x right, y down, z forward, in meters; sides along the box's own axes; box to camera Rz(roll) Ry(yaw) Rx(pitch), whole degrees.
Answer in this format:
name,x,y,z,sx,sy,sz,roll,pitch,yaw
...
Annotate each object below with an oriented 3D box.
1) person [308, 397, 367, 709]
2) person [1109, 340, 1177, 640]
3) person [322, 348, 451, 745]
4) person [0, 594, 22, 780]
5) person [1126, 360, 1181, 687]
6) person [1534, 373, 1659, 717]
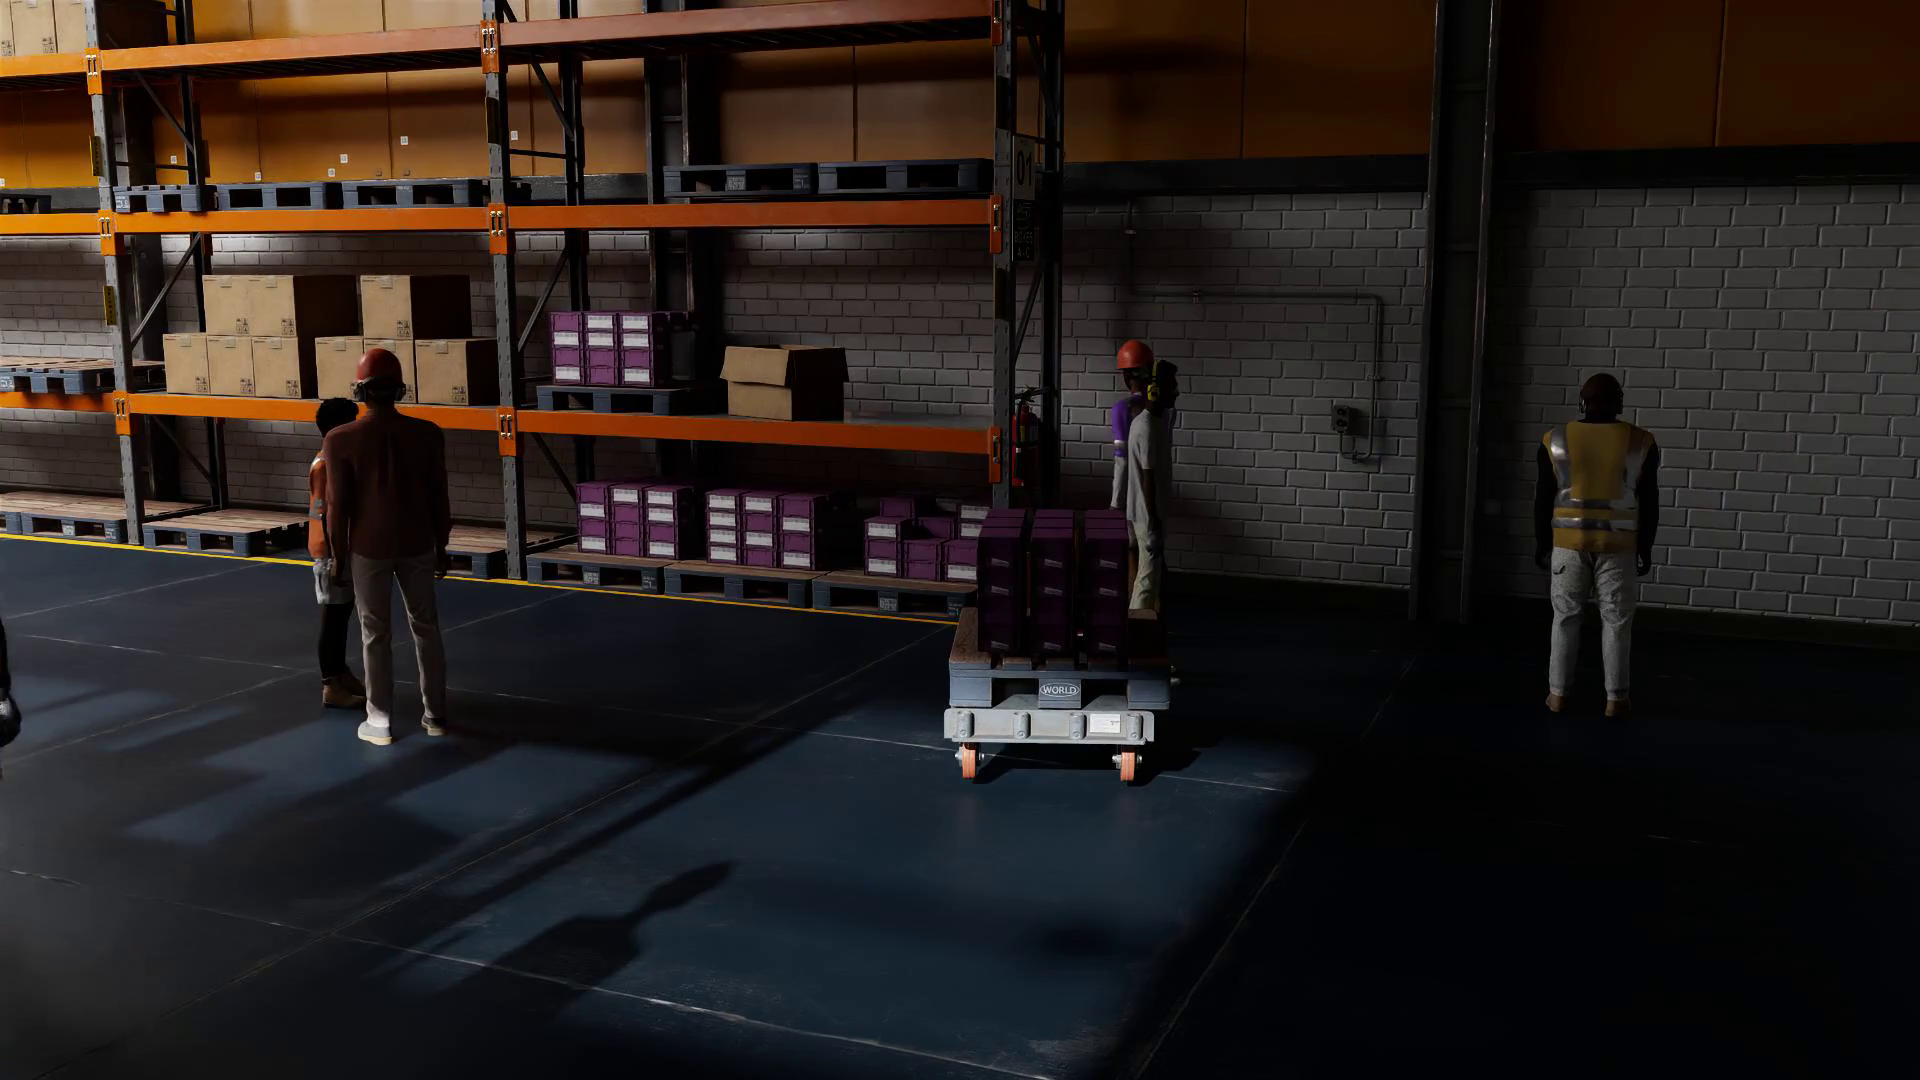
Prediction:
name,x,y,z,sx,sy,sz,roll,pitch,yaw
person,-3.391,0.063,9.115,0.318,1.698,0.540,-2,10,-9
person,1.123,-0.294,10.554,0.376,1.934,0.547,9,13,44
person,-2.884,0.034,8.402,0.612,1.995,0.393,-6,11,-33
person,-3.546,0.524,5.606,0.641,1.950,0.594,-8,12,-38
person,1.119,-0.100,9.582,0.317,1.870,0.531,1,9,3
person,3.396,0.030,8.909,0.621,1.838,0.429,4,10,22
